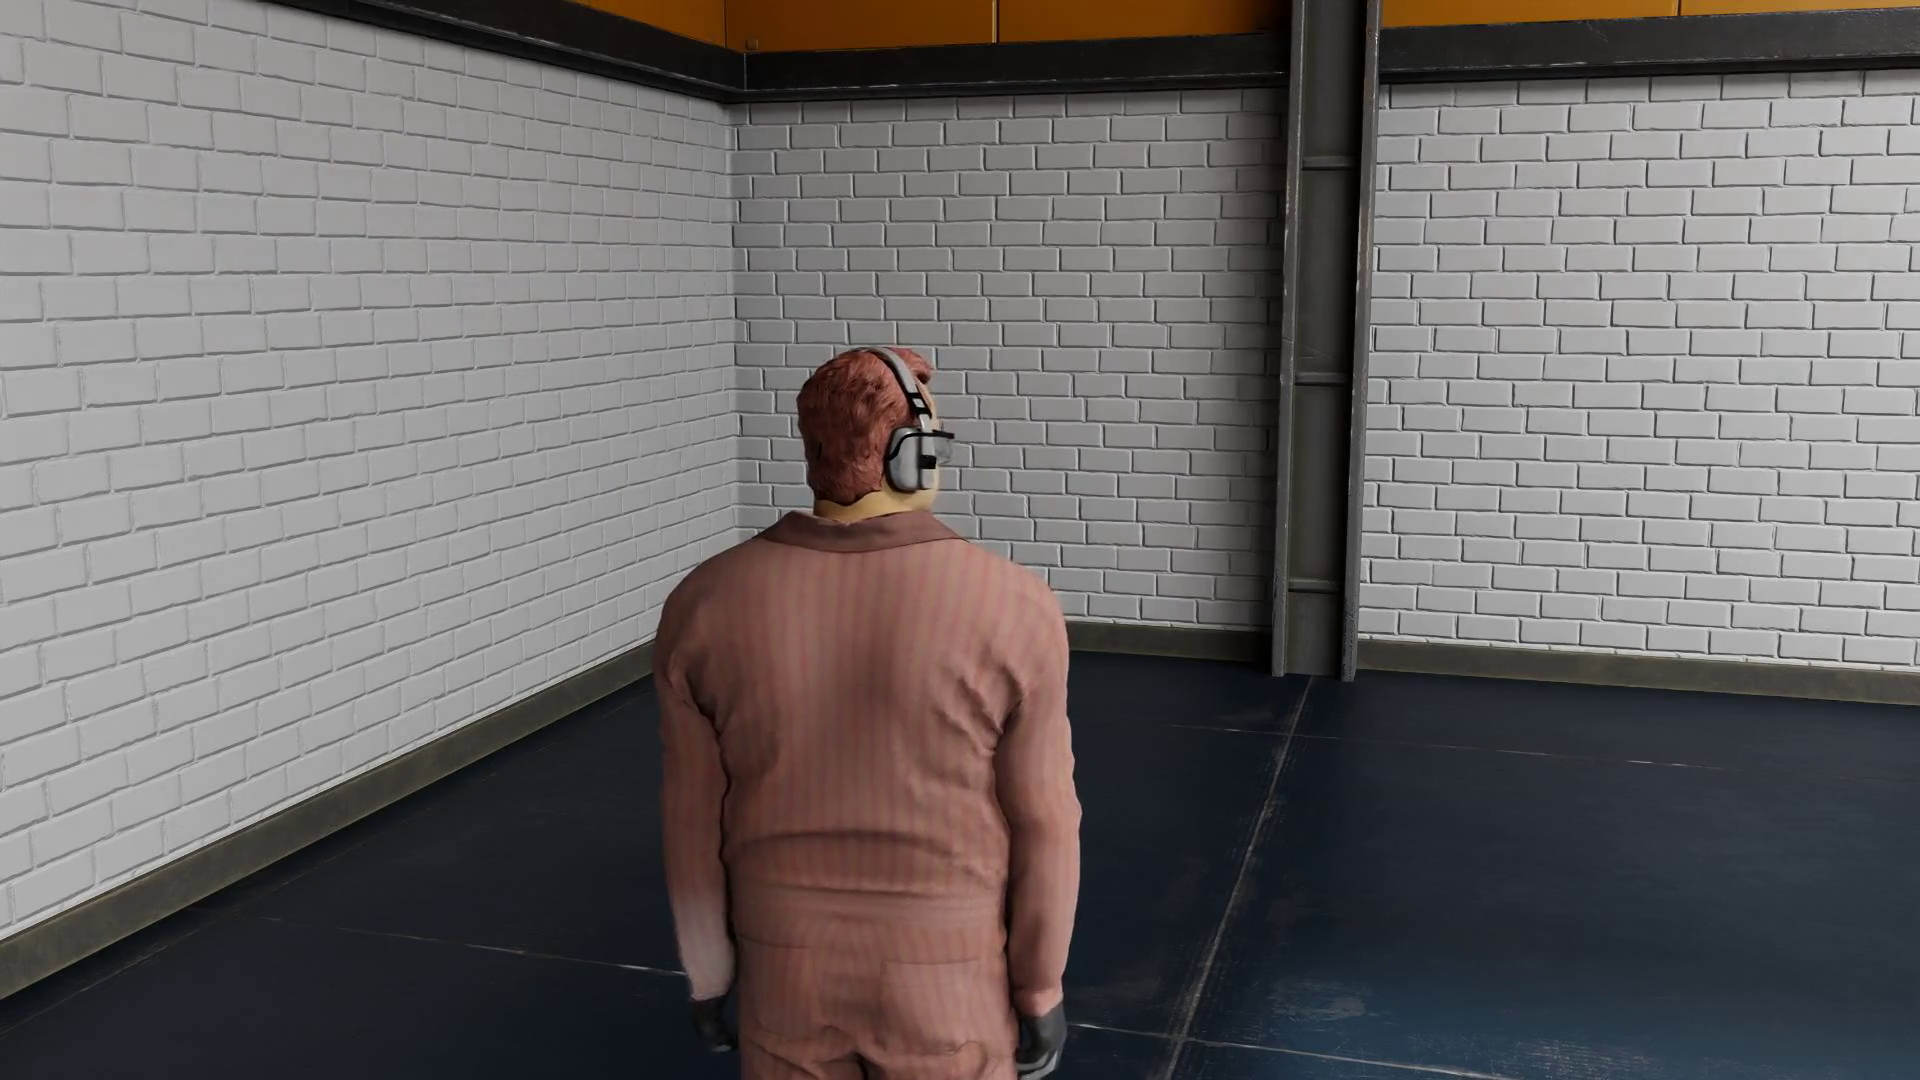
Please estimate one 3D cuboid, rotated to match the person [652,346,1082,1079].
[{"bbox_3d":[-0.130,0.655,2.602,0.643,1.905,0.400,2,9,11],"label":"person"}]
